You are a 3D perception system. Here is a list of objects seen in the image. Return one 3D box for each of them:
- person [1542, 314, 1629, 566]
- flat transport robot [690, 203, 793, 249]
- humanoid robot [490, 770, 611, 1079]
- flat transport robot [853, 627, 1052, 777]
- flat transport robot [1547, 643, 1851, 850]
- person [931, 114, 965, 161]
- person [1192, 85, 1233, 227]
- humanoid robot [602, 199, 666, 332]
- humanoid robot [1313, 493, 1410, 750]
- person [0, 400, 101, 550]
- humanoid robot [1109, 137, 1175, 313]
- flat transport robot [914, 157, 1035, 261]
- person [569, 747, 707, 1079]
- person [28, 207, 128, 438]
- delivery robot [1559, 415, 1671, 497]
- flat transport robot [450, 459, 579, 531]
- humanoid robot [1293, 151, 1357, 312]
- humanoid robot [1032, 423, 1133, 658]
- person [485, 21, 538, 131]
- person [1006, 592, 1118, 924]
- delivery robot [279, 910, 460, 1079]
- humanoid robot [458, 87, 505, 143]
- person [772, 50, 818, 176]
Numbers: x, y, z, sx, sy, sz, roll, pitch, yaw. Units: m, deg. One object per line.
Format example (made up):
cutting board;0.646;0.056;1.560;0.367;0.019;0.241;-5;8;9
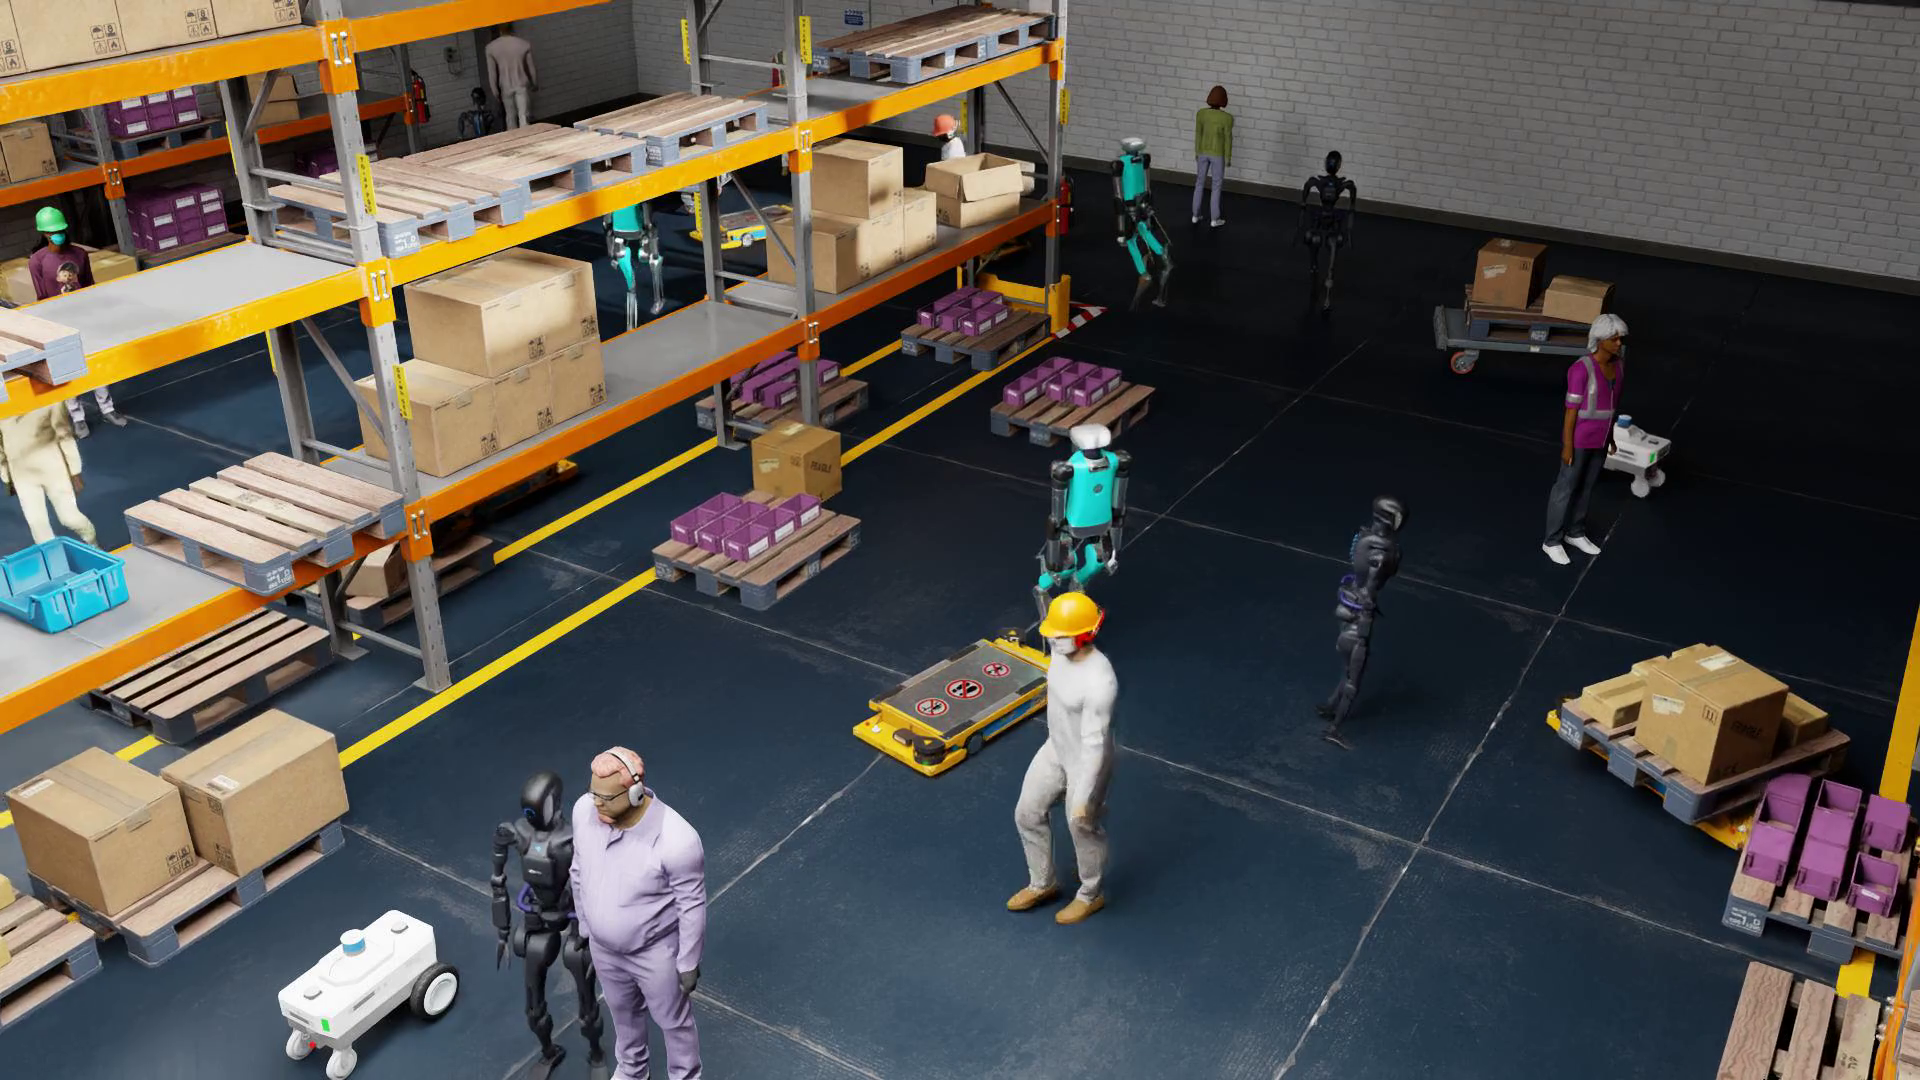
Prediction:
person;4.498;-0.726;11.884;0.509;1.847;0.341;-15;30;-27
flat transport robot;-2.370;-3.663;19.416;1.431;0.231;0.659;-19;33;-33
humanoid robot;-1.760;1.719;7.258;0.586;1.655;0.329;4;27;8
flat transport robot;0.078;0.979;10.270;0.659;0.231;1.431;23;35;38
flat transport robot;4.189;1.273;9.690;0.659;0.231;1.431;-13;29;-23
person;-0.111;-3.773;18.041;0.415;1.710;0.587;-1;27;-1
person;2.981;-4.531;19.629;0.494;1.626;0.285;20;33;33
humanoid robot;-3.134;-2.882;16.348;0.531;1.774;1.065;4;27;8
humanoid robot;2.333;0.445;9.771;0.410;1.636;0.613;6;28;11
person;-6.388;-0.499;11.548;0.576;1.736;0.562;-4;27;-7
humanoid robot;1.904;-3.072;16.699;0.843;1.820;0.531;24;35;39
flat transport robot;0.057;-3.471;19.037;1.431;0.231;0.659;20;33;34
person;-1.375;1.700;7.040;0.650;1.906;0.413;13;30;24
person;-7.457;-1.847;13.981;0.417;1.953;0.488;22;34;36
delivery robot;5.258;-0.716;13.271;0.750;0.575;0.499;24;35;39
flat transport robot;-3.735;-0.420;13.026;0.659;0.231;1.431;16;31;29
humanoid robot;3.716;-3.159;16.928;0.615;1.616;0.824;6;27;11
humanoid robot;0.705;0.027;10.514;0.530;1.770;0.699;-11;29;-21
person;-6.023;-6.113;22.451;0.638;1.895;0.958;-5;27;-9
person;0.489;1.120;8.217;0.627;1.876;0.594;-14;30;-26
delivery robot;-2.785;2.081;7.782;0.499;0.595;0.792;15;30;26
humanoid robot;-5.576;-4.440;19.419;0.593;1.637;0.677;-2;27;-3
person;-2.125;-5.675;21.647;0.620;1.841;0.431;-3;27;-6
